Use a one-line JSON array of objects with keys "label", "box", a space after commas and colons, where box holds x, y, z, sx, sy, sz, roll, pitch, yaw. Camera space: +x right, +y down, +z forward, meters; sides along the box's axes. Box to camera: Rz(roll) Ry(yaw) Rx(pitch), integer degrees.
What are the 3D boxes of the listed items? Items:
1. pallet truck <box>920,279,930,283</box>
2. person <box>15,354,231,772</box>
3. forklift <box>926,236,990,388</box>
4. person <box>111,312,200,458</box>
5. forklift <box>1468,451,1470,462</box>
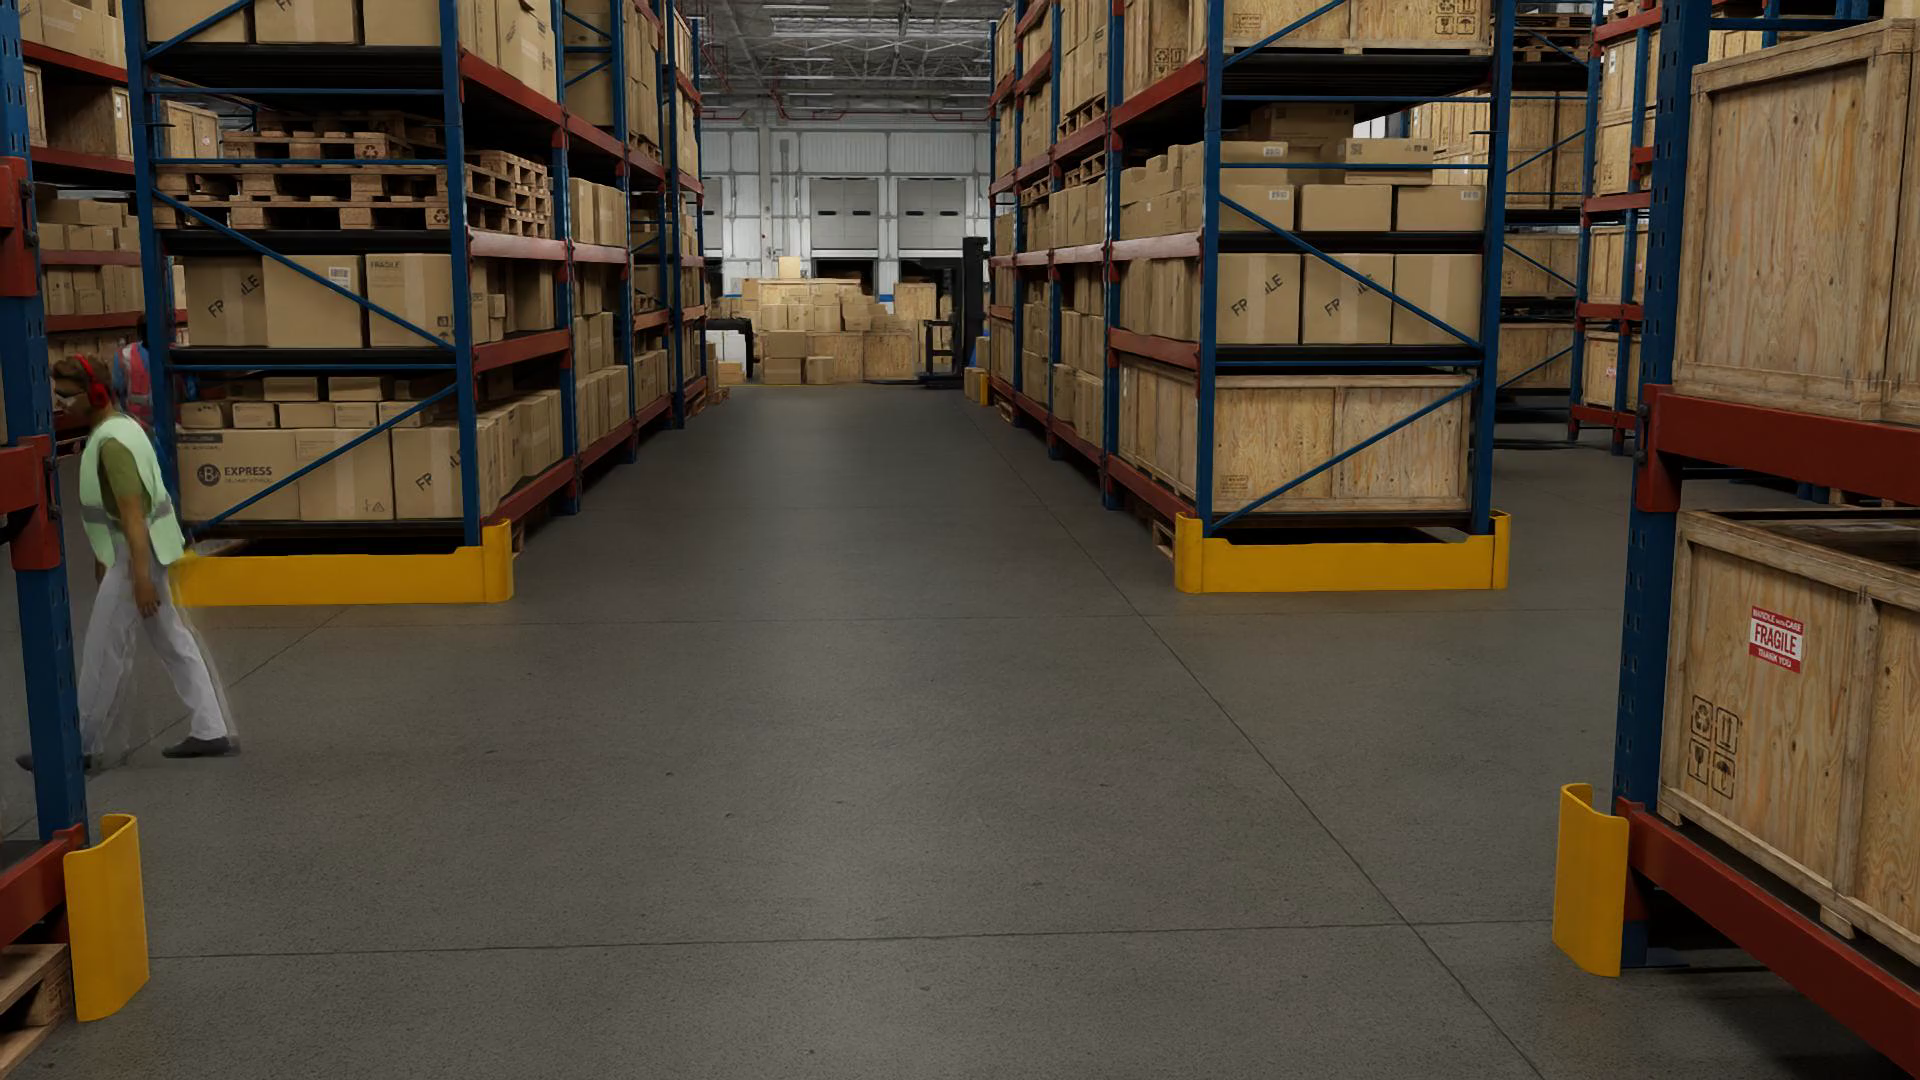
[{"label": "pallet truck", "box": [-0.932, -8.922, 63.114, 1.885, 1.965, 0.823, 2, 9, 13]}, {"label": "person", "box": [-3.601, 0.107, 7.057, 0.888, 1.781, 0.670, -4, 10, -24]}, {"label": "forklift", "box": [0.265, -4.273, 31.162, 1.873, 2.768, 1.129, -1, 9, -5]}, {"label": "person", "box": [-6.512, -0.926, 13.454, 0.630, 1.826, 0.500, -2, 9, -10]}, {"label": "forklift", "box": [4.610, -2.207, 18.189, 1.873, 2.768, 1.129, 4, 10, 22]}]
